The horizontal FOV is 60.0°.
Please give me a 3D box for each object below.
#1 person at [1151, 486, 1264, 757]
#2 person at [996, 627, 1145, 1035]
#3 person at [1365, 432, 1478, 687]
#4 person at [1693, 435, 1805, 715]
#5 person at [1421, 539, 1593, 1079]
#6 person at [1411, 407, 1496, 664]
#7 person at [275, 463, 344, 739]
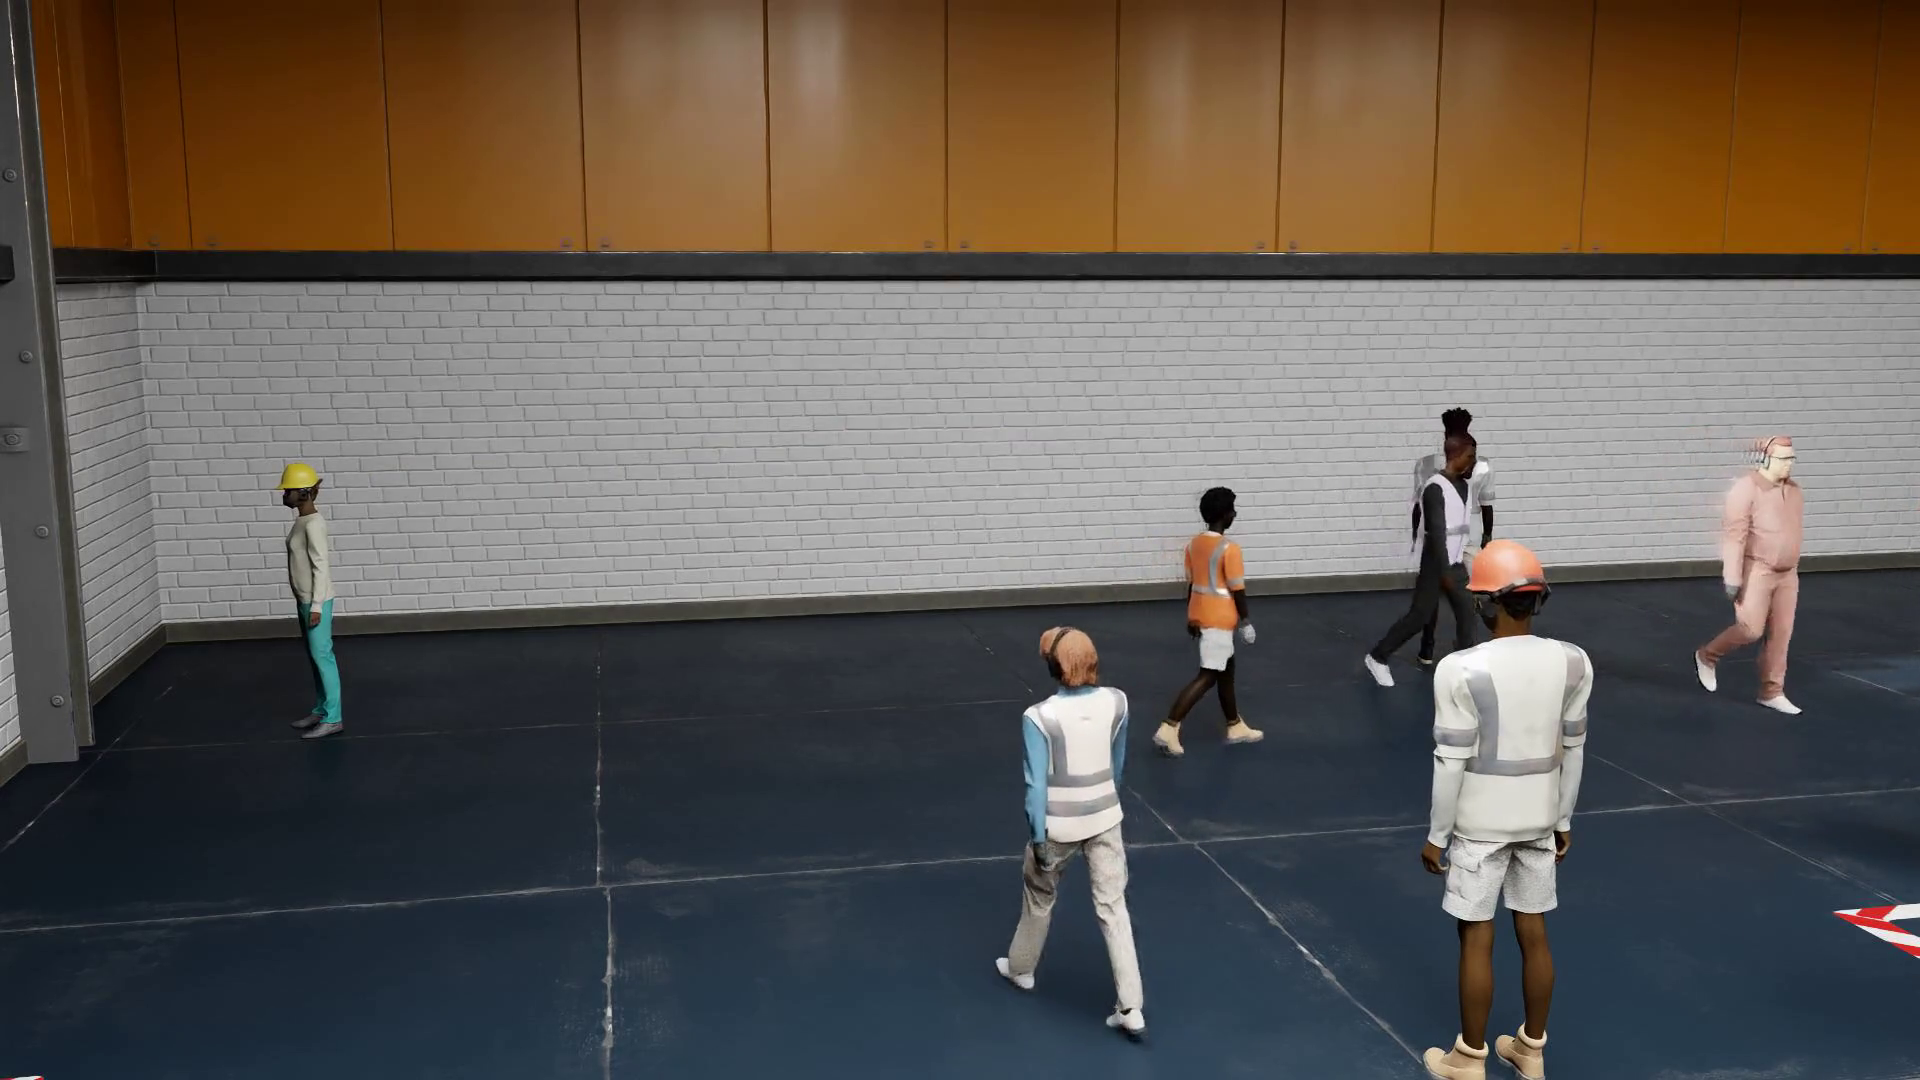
[{"bbox_3d":[1.535,0.496,10.280,0.829,1.665,0.526,-3,10,-17],"label":"person"},{"bbox_3d":[0.469,1.134,6.642,0.514,1.595,0.874,-4,10,-25],"label":"person"},{"bbox_3d":[3.342,0.164,11.690,0.968,1.879,0.597,9,13,44],"label":"person"},{"bbox_3d":[5.448,0.214,11.352,0.646,1.886,0.686,-4,10,-23],"label":"person"},{"bbox_3d":[1.952,1.008,6.033,0.608,2.042,0.375,-3,10,-15],"label":"person"},{"bbox_3d":[3.716,-0.016,12.570,0.608,1.948,0.375,2,10,15],"label":"person"},{"bbox_3d":[-4.178,0.386,10.662,0.313,1.767,0.533,-5,11,-30],"label":"person"}]
